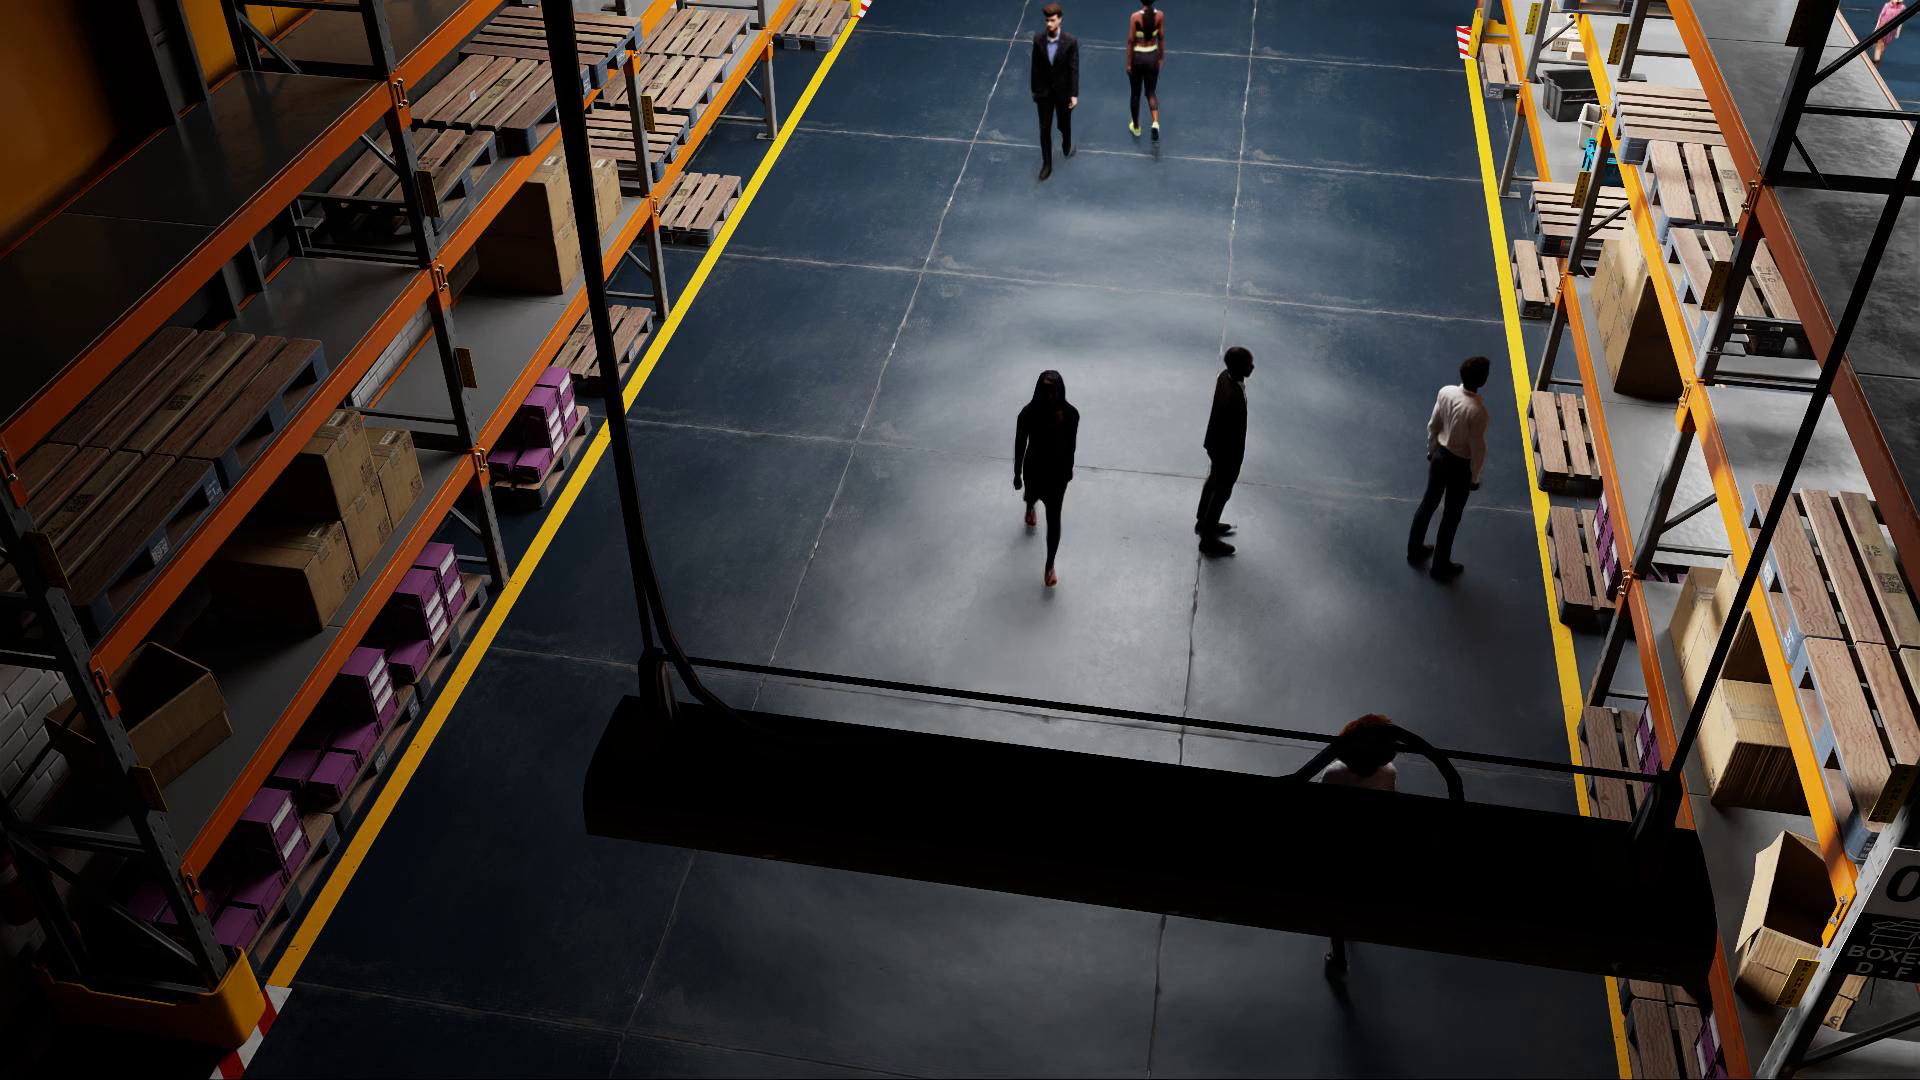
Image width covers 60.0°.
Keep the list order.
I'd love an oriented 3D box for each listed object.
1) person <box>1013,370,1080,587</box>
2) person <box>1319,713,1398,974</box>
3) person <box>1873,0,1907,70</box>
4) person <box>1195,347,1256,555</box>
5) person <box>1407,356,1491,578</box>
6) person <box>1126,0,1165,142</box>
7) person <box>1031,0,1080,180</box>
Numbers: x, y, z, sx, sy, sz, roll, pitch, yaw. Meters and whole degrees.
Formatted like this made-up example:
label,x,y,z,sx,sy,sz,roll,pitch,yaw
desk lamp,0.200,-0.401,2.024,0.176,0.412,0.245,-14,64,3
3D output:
label,x,y,z,sx,sy,sz,roll,pitch,yaw
person,0.632,-0.571,12.566,0.815,1.685,1.227,-1,39,-2
person,2.276,1.761,9.643,0.850,1.689,1.186,-5,39,-6
person,11.282,-6.239,20.204,0.522,1.010,0.792,14,41,16
person,2.009,-0.695,12.631,0.745,1.798,0.526,0,39,0
person,3.670,-0.559,12.403,0.791,1.870,0.709,-21,43,-24
person,2.061,-5.217,18.339,0.776,1.741,1.003,-7,39,-8
person,1.037,-4.821,17.741,0.753,1.867,1.002,11,40,13
